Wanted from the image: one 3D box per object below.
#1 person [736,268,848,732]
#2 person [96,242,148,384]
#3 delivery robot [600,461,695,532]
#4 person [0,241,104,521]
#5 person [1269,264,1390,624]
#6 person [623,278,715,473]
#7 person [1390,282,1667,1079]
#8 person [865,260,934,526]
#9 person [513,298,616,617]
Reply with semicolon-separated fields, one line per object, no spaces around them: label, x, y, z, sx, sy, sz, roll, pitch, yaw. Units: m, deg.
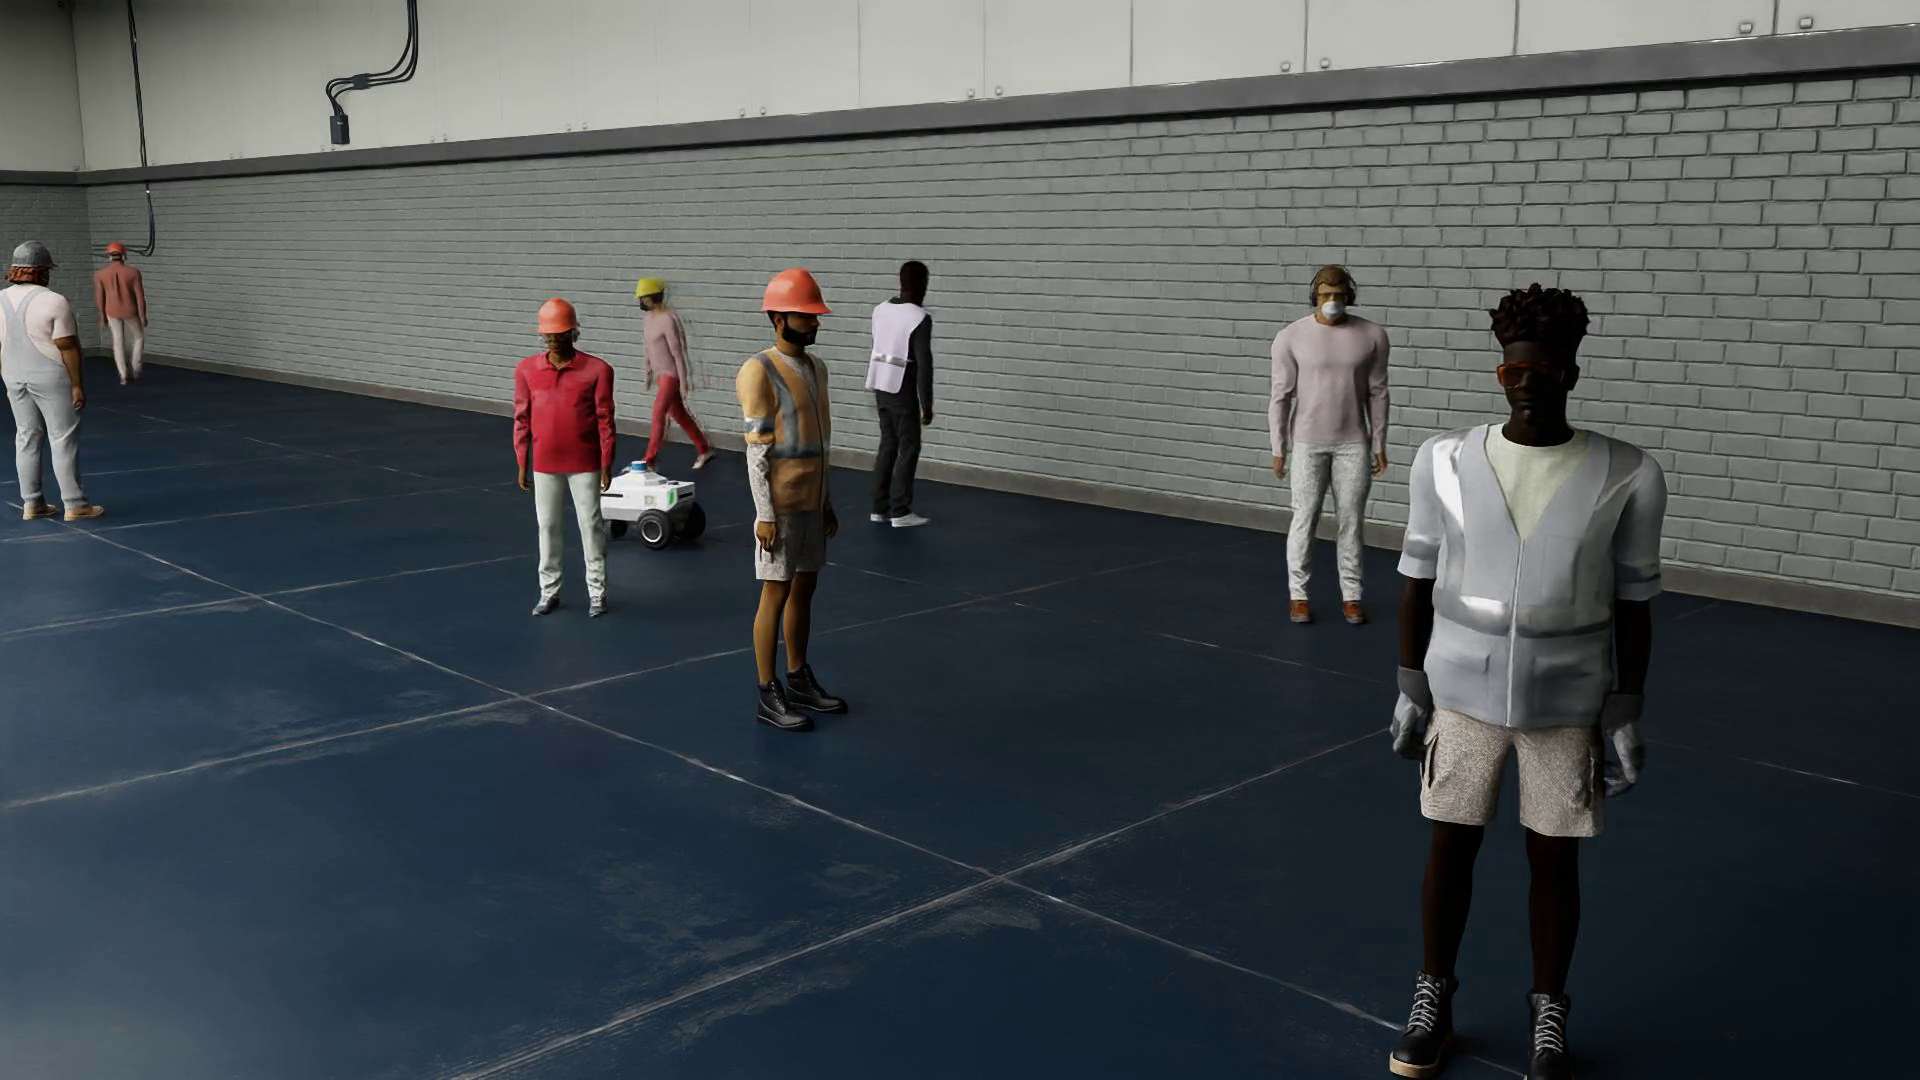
person;-0.696;-0.171;7.059;0.354;1.939;0.544;5;12;26
person;-11.741;-3.185;23.377;0.654;1.974;0.631;-2;11;-10
delivery robot;-2.157;-0.291;11.230;0.707;0.478;0.477;4;11;21
person;-6.676;-1.160;12.171;0.684;2.000;0.538;2;11;11
person;1.975;-0.507;8.923;0.639;1.926;0.368;0;10;1
person;-2.527;-1.433;14.562;0.916;1.714;0.565;-7;12;-33
person;1.345;0.372;4.014;0.604;1.966;0.367;5;11;23
person;-0.414;-1.038;11.896;0.446;1.896;0.616;-9;13;-39
person;-2.157;-0.441;9.061;0.566;1.743;0.349;0;10;2
